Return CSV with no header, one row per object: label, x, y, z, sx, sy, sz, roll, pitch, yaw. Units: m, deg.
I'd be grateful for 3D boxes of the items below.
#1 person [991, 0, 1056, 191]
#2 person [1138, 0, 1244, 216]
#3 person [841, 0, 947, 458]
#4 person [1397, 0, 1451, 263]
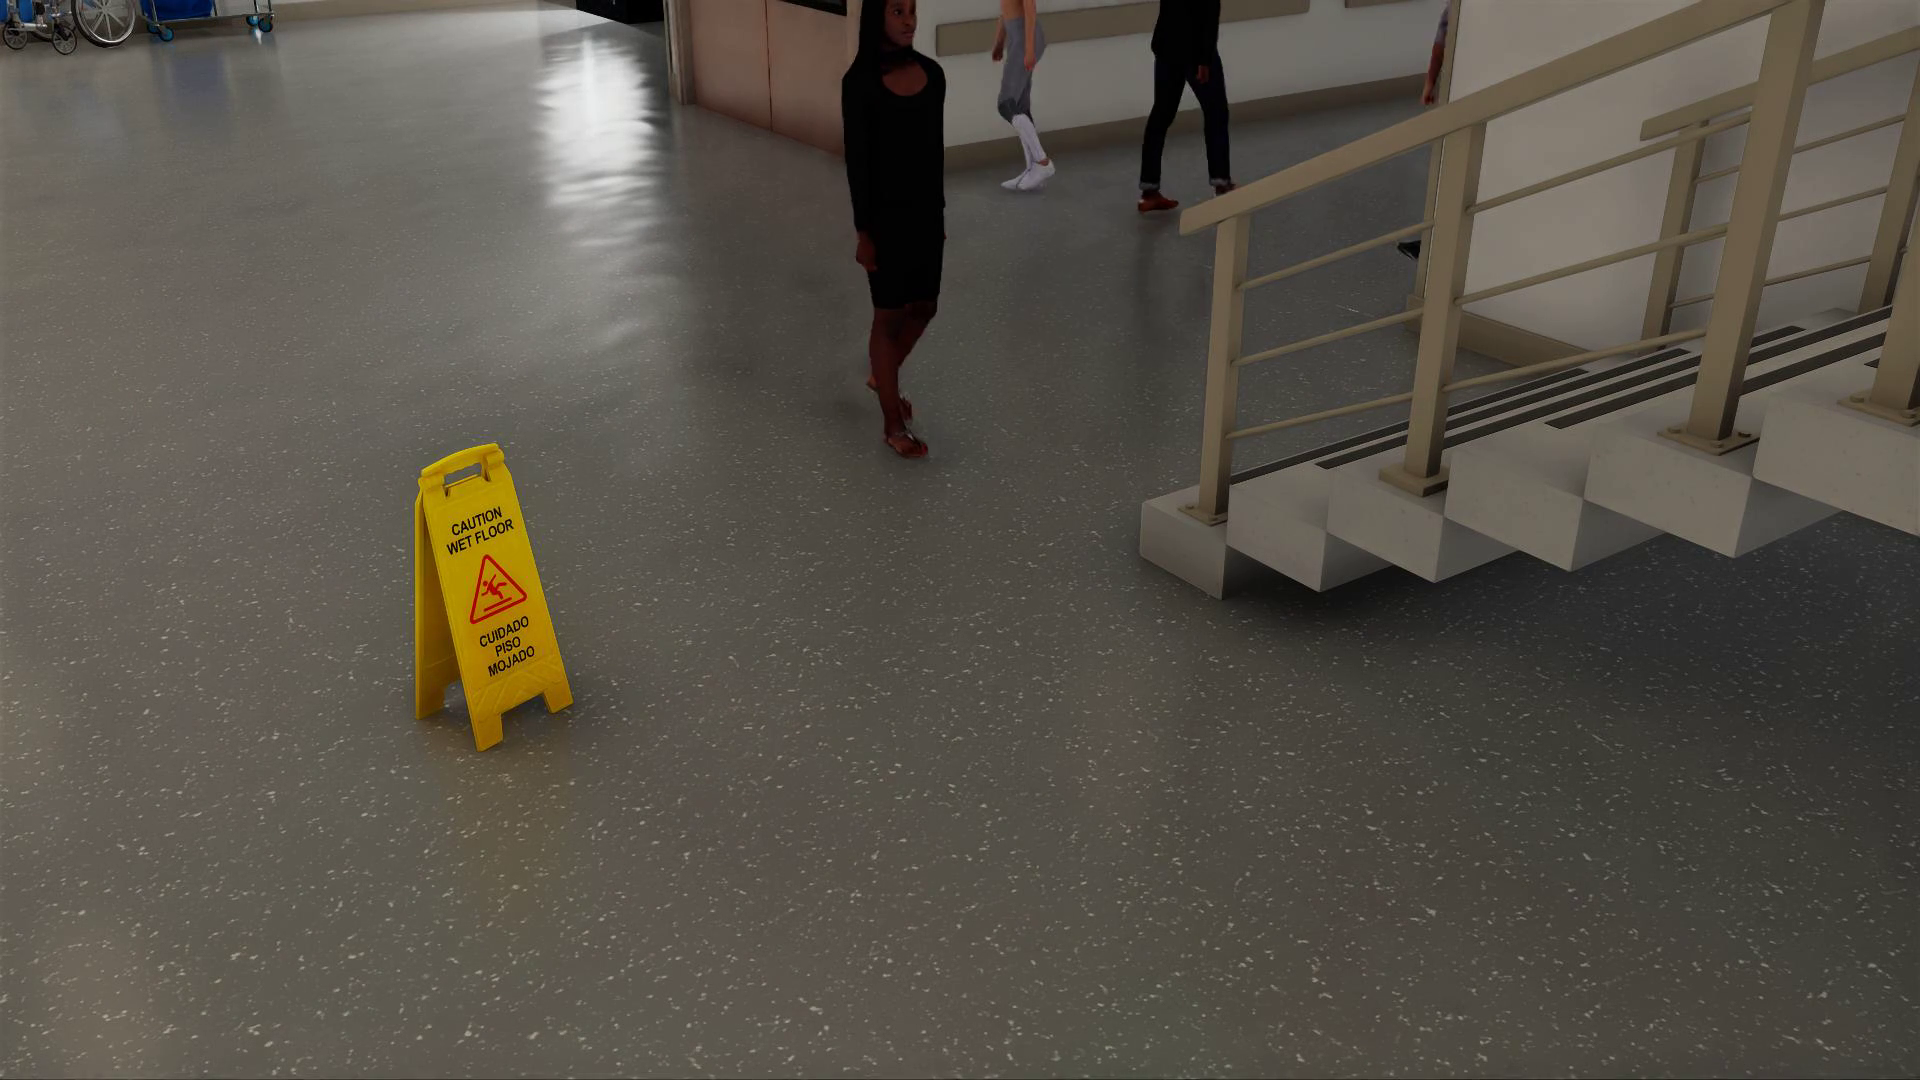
person,0.443,-2.894,9.750,0.734,1.678,0.637,-7,27,-15
person,1.171,-2.673,9.161,0.810,1.791,0.919,-15,30,-29
person,-0.256,-1.197,6.181,0.643,1.721,0.788,-20,32,-36
person,2.674,-2.271,8.324,0.748,1.795,1.093,-16,30,-30
